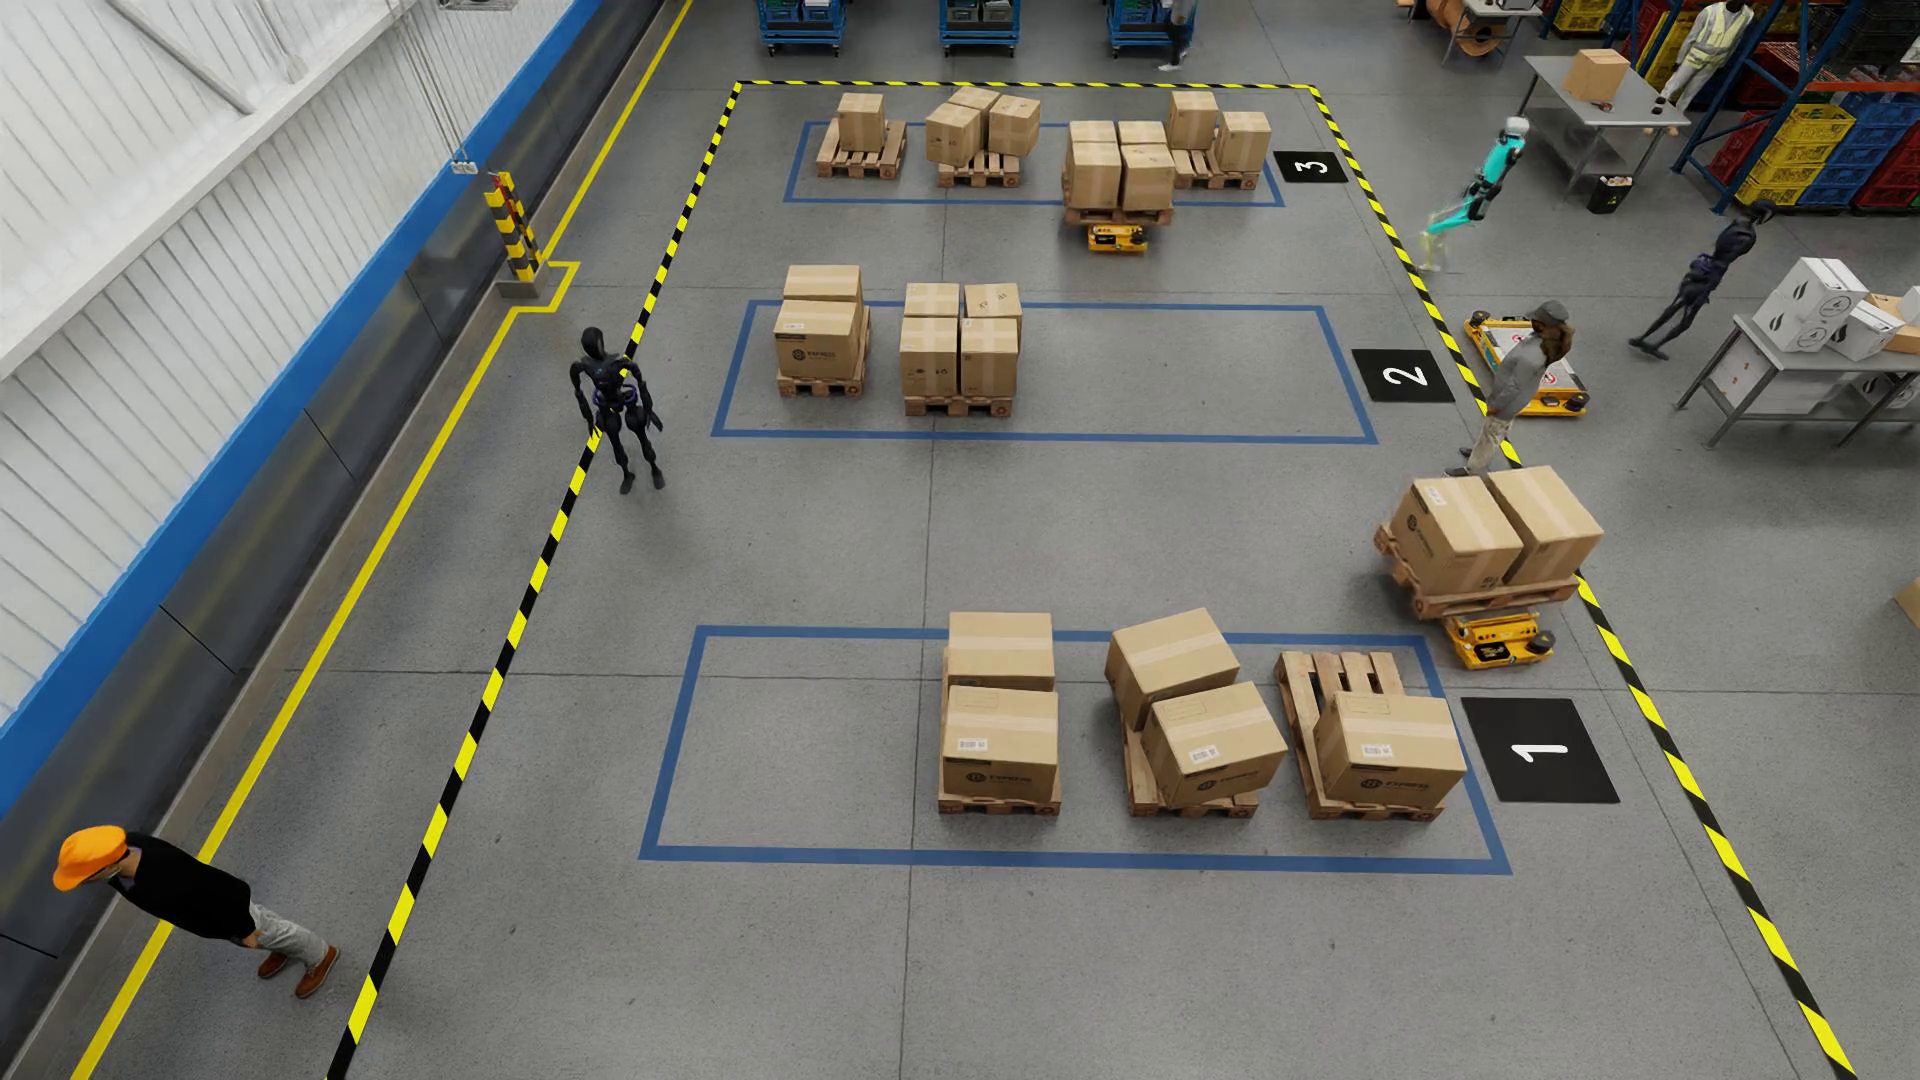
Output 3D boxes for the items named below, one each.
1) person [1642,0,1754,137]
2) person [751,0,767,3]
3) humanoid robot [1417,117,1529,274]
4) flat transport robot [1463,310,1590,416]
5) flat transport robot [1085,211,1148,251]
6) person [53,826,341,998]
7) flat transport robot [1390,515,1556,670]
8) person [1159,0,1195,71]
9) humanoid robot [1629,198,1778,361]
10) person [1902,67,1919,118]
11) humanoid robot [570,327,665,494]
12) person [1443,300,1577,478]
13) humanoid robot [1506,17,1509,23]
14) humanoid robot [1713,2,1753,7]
[{"bbox_3d":[9.568,-6.165,11.829,0.622,1.845,0.431,9,50,8],"label":"person"},{"bbox_3d":[-3.376,-9.875,14.959,0.613,1.963,0.361,8,50,7],"label":"person"},{"bbox_3d":[5.256,-3.532,9.631,0.836,1.789,0.541,8,50,7],"label":"humanoid robot"},{"bbox_3d":[5.573,-1.757,9.054,0.659,0.231,1.431,1,49,1],"label":"flat transport robot"},{"bbox_3d":[1.821,-3.914,10.903,0.652,0.197,1.431,1,49,1],"label":"flat transport robot"},{"bbox_3d":[-3.921,1.944,4.783,0.589,1.881,0.380,18,52,15],"label":"person"},{"bbox_3d":[3.982,0.336,7.224,0.652,0.197,1.431,-7,50,-6],"label":"flat transport robot"},{"bbox_3d":[3.142,-7.696,13.154,0.422,1.837,0.620,3,49,3],"label":"person"},{"bbox_3d":[7.079,-2.490,8.761,0.403,1.645,0.584,22,53,18],"label":"humanoid robot"},{"bbox_3d":[12.142,-5.681,11.432,0.581,1.808,0.619,-13,50,-11],"label":"person"},{"bbox_3d":[-2.773,-1.041,7.492,0.599,1.657,0.315,-8,50,-7],"label":"humanoid robot"},{"bbox_3d":[4.562,-1.200,7.582,0.402,1.764,0.563,35,57,26],"label":"person"},{"bbox_3d":[8.296,-8.260,13.795,0.611,1.637,0.788,20,52,16],"label":"humanoid robot"},{"bbox_3d":[11.203,-7.888,13.303,0.734,1.679,0.533,-32,56,-25],"label":"humanoid robot"}]
